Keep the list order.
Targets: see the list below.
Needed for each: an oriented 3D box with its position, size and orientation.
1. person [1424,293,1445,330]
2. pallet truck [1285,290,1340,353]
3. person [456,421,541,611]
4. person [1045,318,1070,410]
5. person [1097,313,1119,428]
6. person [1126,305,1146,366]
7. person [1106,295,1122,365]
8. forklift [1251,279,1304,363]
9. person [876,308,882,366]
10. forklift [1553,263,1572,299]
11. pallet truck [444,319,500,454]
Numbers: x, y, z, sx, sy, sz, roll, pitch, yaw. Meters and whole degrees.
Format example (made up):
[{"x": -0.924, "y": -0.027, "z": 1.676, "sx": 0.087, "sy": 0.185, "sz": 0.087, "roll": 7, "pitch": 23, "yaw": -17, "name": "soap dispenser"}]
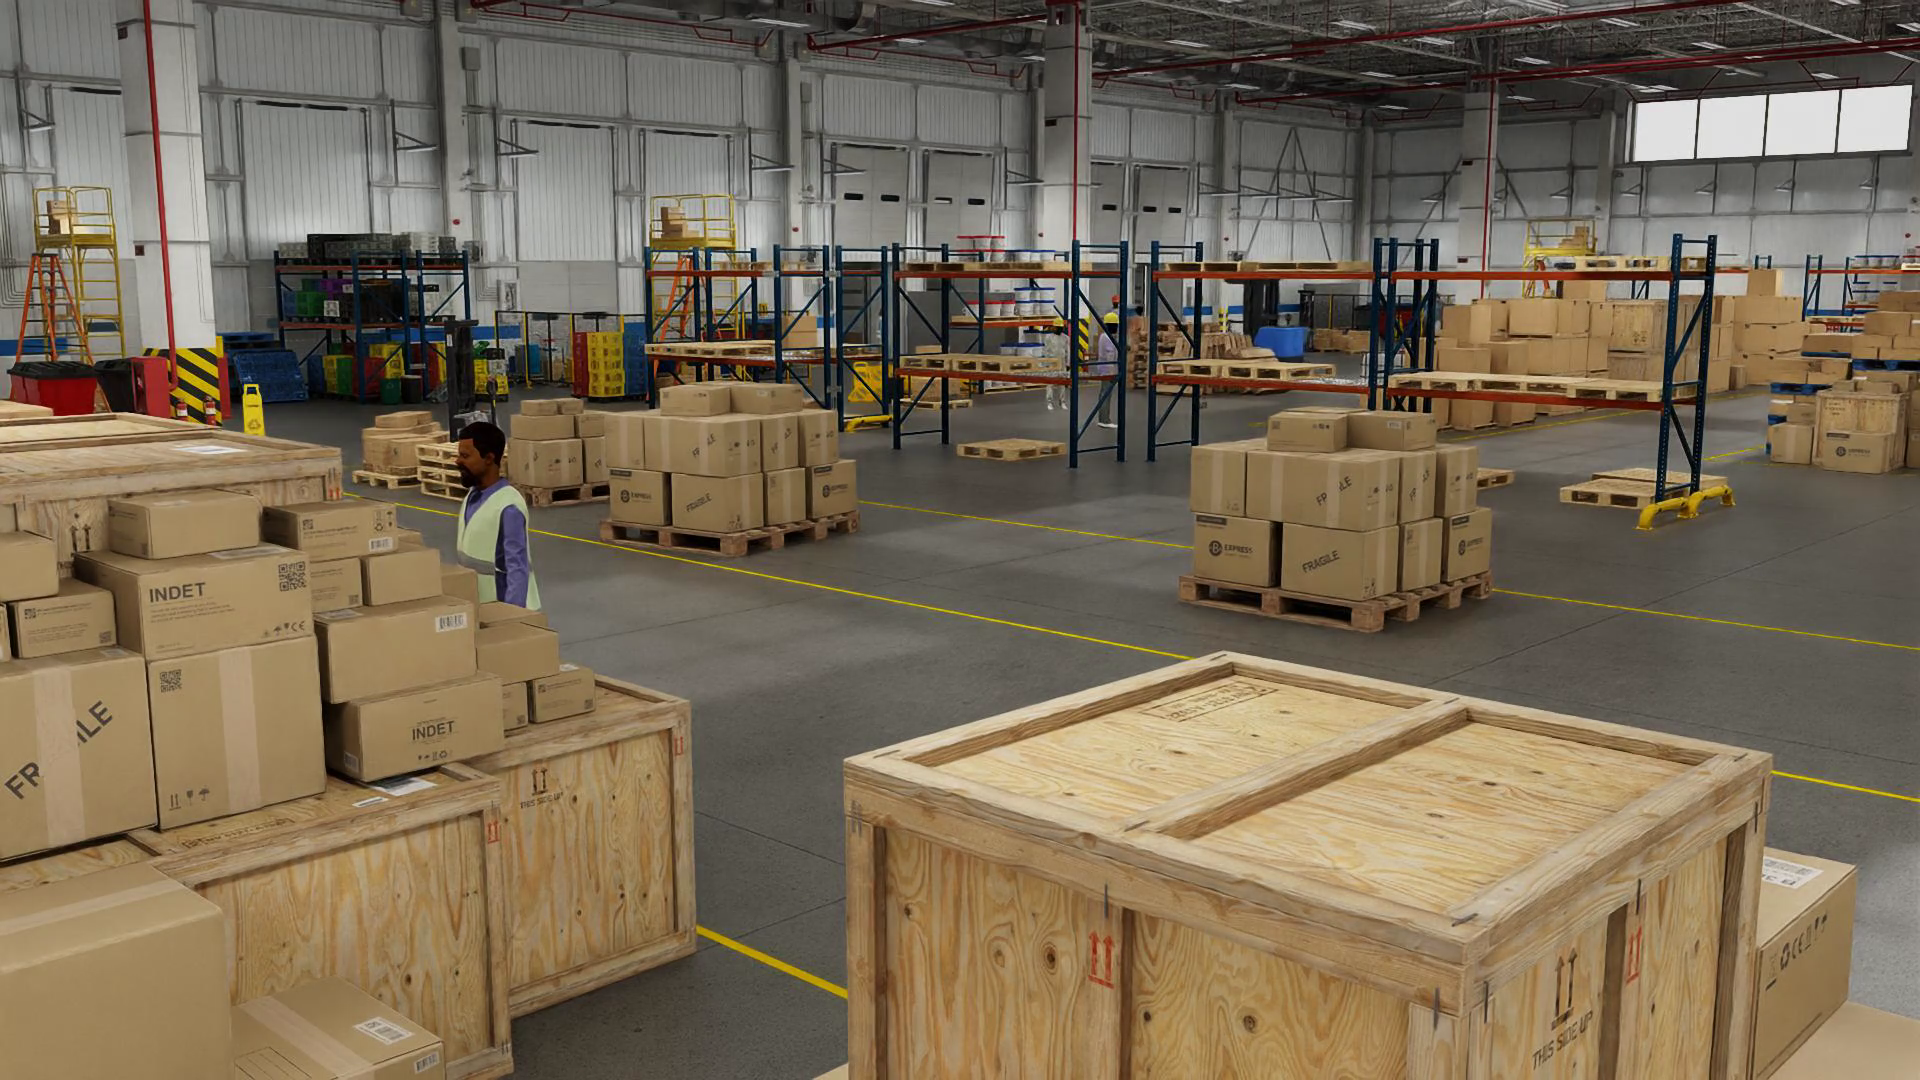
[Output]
[{"x": 15.137, "y": -6.939, "z": 53.076, "sx": 0.649, "sy": 1.903, "sz": 0.890, "roll": 3, "pitch": 10, "yaw": 18, "name": "person"}, {"x": 11.297, "y": -6.951, "z": 52.861, "sx": 1.885, "sy": 1.965, "sz": 0.823, "roll": -5, "pitch": 11, "yaw": -29, "name": "pallet truck"}, {"x": -2.291, "y": 0.371, "z": 8.215, "sx": 0.393, "sy": 1.920, "sz": 0.591, "roll": -7, "pitch": 11, "yaw": -36, "name": "person"}, {"x": 1.845, "y": -3.326, "z": 31.432, "sx": 0.485, "sy": 1.739, "sz": 0.319, "roll": -2, "pitch": 9, "yaw": -11, "name": "person"}, {"x": 2.495, "y": -2.838, "z": 27.856, "sx": 0.375, "sy": 1.929, "sz": 0.585, "roll": -1, "pitch": 9, "yaw": -5, "name": "person"}, {"x": 4.770, "y": -5.558, "z": 45.347, "sx": 0.704, "sy": 1.666, "sz": 0.533, "roll": -5, "pitch": 11, "yaw": -28, "name": "person"}, {"x": 4.269, "y": -5.747, "z": 45.664, "sx": 0.553, "sy": 1.935, "sz": 0.361, "roll": 0, "pitch": 9, "yaw": -1, "name": "person"}, {"x": 8.301, "y": -6.129, "z": 45.120, "sx": 1.873, "sy": 2.768, "sz": 1.129, "roll": 9, "pitch": 13, "yaw": 43, "name": "forklift"}, {"x": -2.068, "y": -5.360, "z": 44.233, "sx": 0.313, "sy": 1.634, "sz": 0.516, "roll": 0, "pitch": 9, "yaw": 2, "name": "person"}, {"x": 16.601, "y": -6.261, "z": 45.929, "sx": 1.873, "sy": 2.768, "sz": 1.129, "roll": 2, "pitch": 10, "yaw": 15, "name": "forklift"}, {"x": -6.981, "y": -1.942, "z": 22.150, "sx": 1.885, "sy": 1.965, "sz": 0.823, "roll": 1, "pitch": 9, "yaw": 9, "name": "pallet truck"}]
